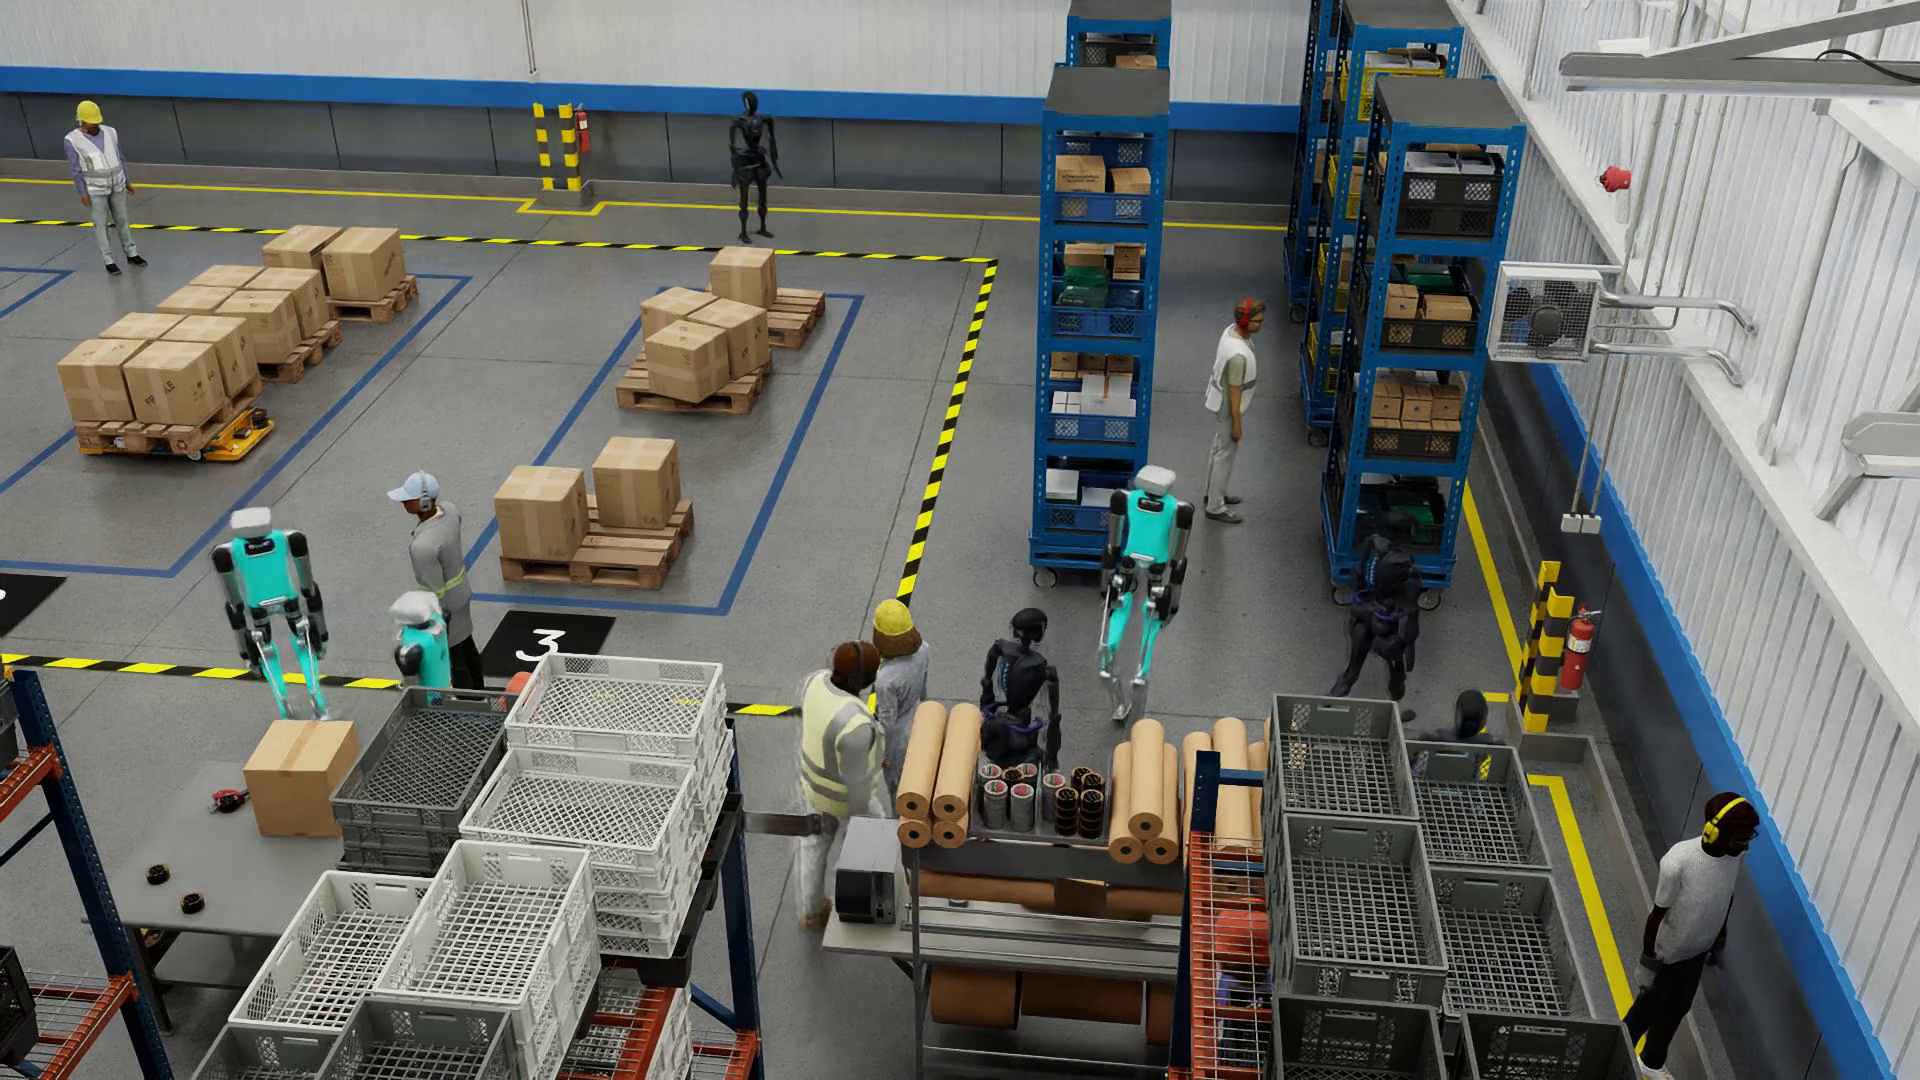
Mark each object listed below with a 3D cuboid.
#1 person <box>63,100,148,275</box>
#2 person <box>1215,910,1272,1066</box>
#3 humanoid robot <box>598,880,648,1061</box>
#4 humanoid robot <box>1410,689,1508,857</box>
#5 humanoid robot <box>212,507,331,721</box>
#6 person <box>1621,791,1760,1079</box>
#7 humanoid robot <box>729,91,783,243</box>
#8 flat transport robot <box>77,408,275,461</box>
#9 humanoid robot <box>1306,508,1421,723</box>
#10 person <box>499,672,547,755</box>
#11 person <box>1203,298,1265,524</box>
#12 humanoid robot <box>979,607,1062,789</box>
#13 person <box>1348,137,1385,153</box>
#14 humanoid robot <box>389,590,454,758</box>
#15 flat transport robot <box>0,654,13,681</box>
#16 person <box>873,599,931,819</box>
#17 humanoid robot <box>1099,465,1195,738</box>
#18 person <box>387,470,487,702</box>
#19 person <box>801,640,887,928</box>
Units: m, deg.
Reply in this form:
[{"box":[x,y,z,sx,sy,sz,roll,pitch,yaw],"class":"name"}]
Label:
[{"box":[-9.002,-3.721,17.519,0.404,1.822,0.586,20,36,30],"class":"person"},{"box":[1.135,2.299,6.974,0.391,2.033,0.604,-12,32,-19],"class":"person"},{"box":[-1.735,1.875,8.050,0.589,1.653,0.347,4,30,7],"class":"humanoid robot"},{"box":[2.562,1.416,8.853,0.593,1.630,0.641,2,30,4],"class":"humanoid robot"},{"box":[-4.034,0.664,9.940,0.533,1.677,0.735,-13,33,-21],"class":"humanoid robot"},{"box":[3.387,1.928,7.786,0.512,1.858,0.333,-12,32,-20],"class":"person"},{"box":[-2.266,-4.127,18.348,0.599,1.657,0.315,-16,34,-25],"class":"humanoid robot"},{"box":[-6.728,-0.944,14.268,1.431,0.197,0.652,3,30,6],"class":"flat transport robot"},{"box":[2.605,0.529,10.434,0.778,1.649,0.609,-15,33,-23],"class":"humanoid robot"},{"box":[-2.069,1.493,8.449,0.366,1.939,0.542,16,34,25],"class":"person"},{"box":[2.085,-1.018,12.865,0.386,1.837,0.564,4,30,6],"class":"person"},{"box":[0.312,1.117,9.368,0.608,1.639,0.395,25,39,36],"class":"humanoid robot"},{"box":[4.333,-3.975,17.921,0.515,1.864,0.315,11,32,19],"class":"person"},{"box":[-3.108,1.065,9.380,0.945,1.742,0.553,3,30,6],"class":"humanoid robot"},{"box":[-7.142,0.969,11.010,1.431,0.231,0.659,3,30,6],"class":"flat transport robot"},{"box":[-0.340,1.090,9.338,0.310,1.739,0.485,16,34,25],"class":"person"},{"box":[1.091,0.508,10.453,0.546,1.902,0.747,11,32,18],"class":"humanoid robot"},{"box":[-3.254,0.392,10.426,0.372,1.852,0.596,0,30,0],"class":"person"},{"box":[-0.551,1.299,8.907,0.776,1.802,0.659,-17,34,-26],"class":"person"}]
